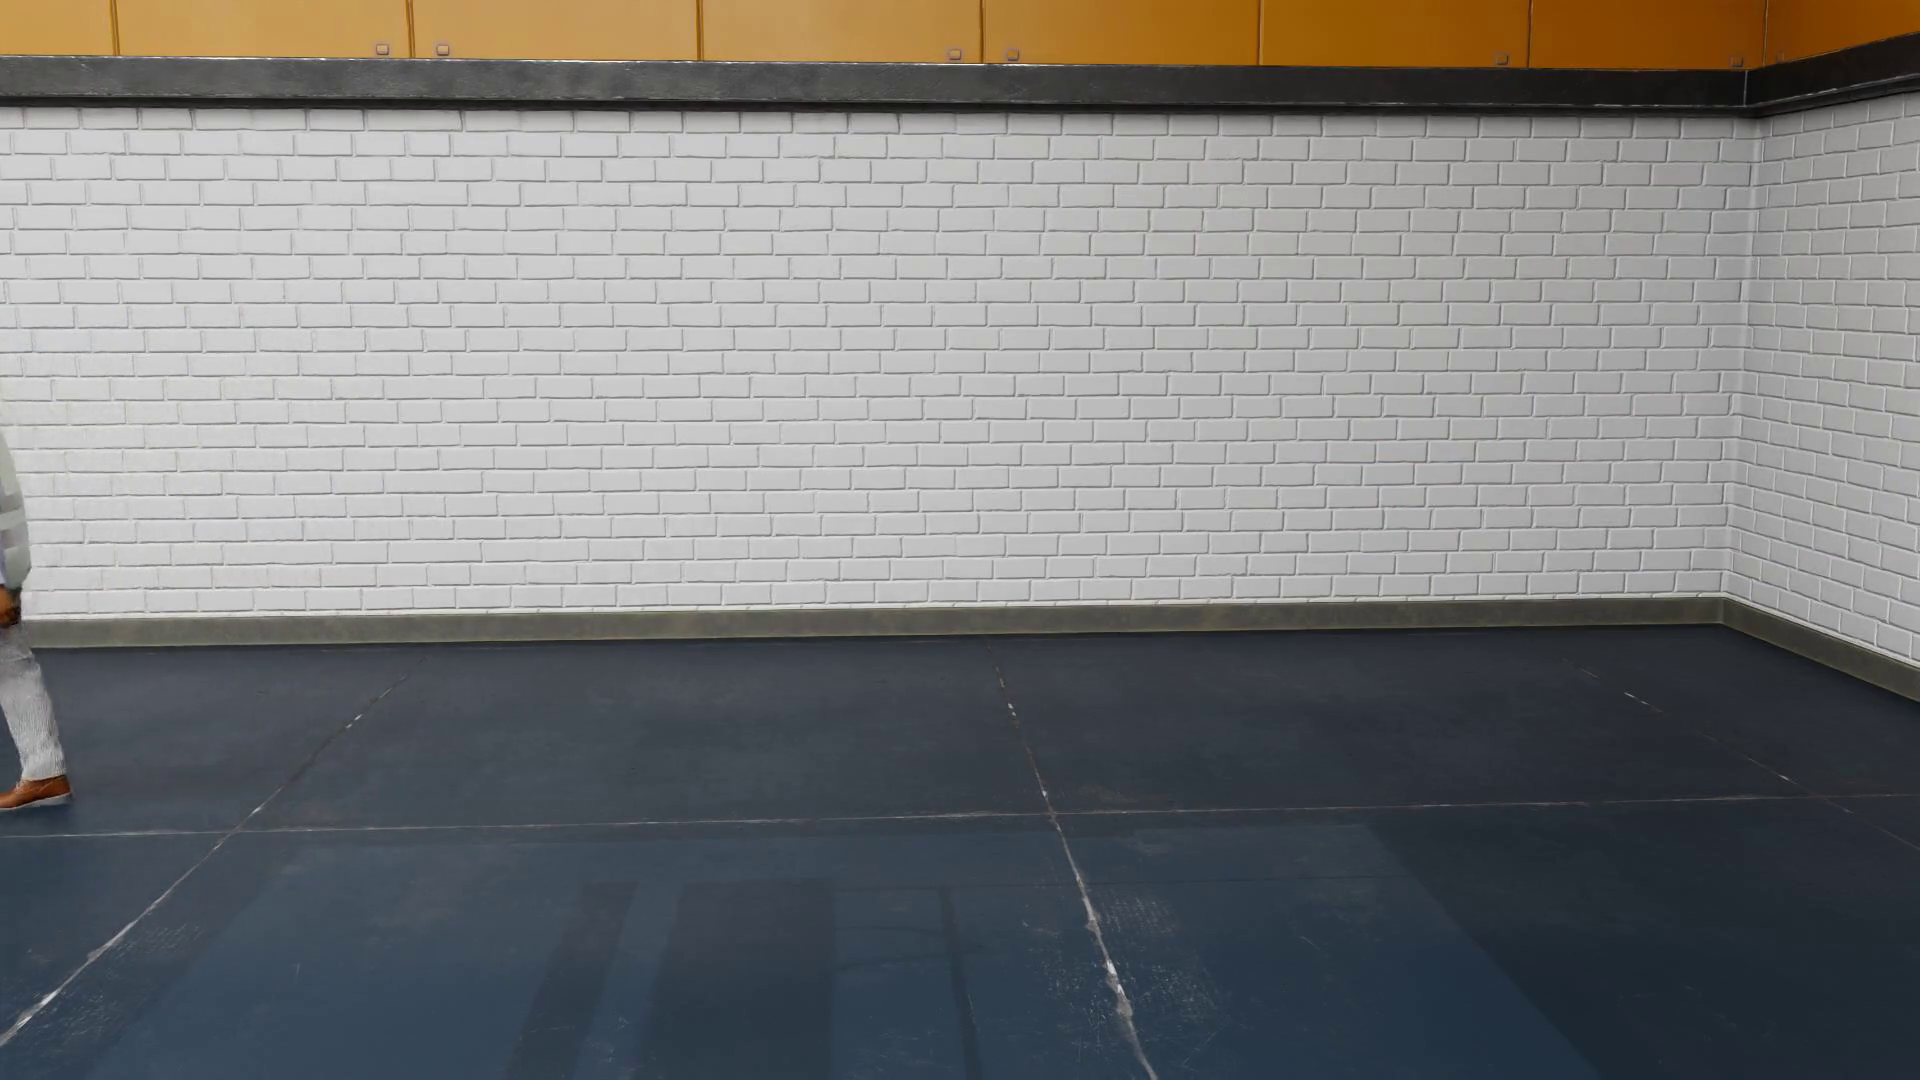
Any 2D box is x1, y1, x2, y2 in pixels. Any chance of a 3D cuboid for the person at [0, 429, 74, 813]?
[{"bbox_3d":[-3.719,0.111,6.069,0.786,1.910,0.612,-4,10,-25],"label":"person"}]
